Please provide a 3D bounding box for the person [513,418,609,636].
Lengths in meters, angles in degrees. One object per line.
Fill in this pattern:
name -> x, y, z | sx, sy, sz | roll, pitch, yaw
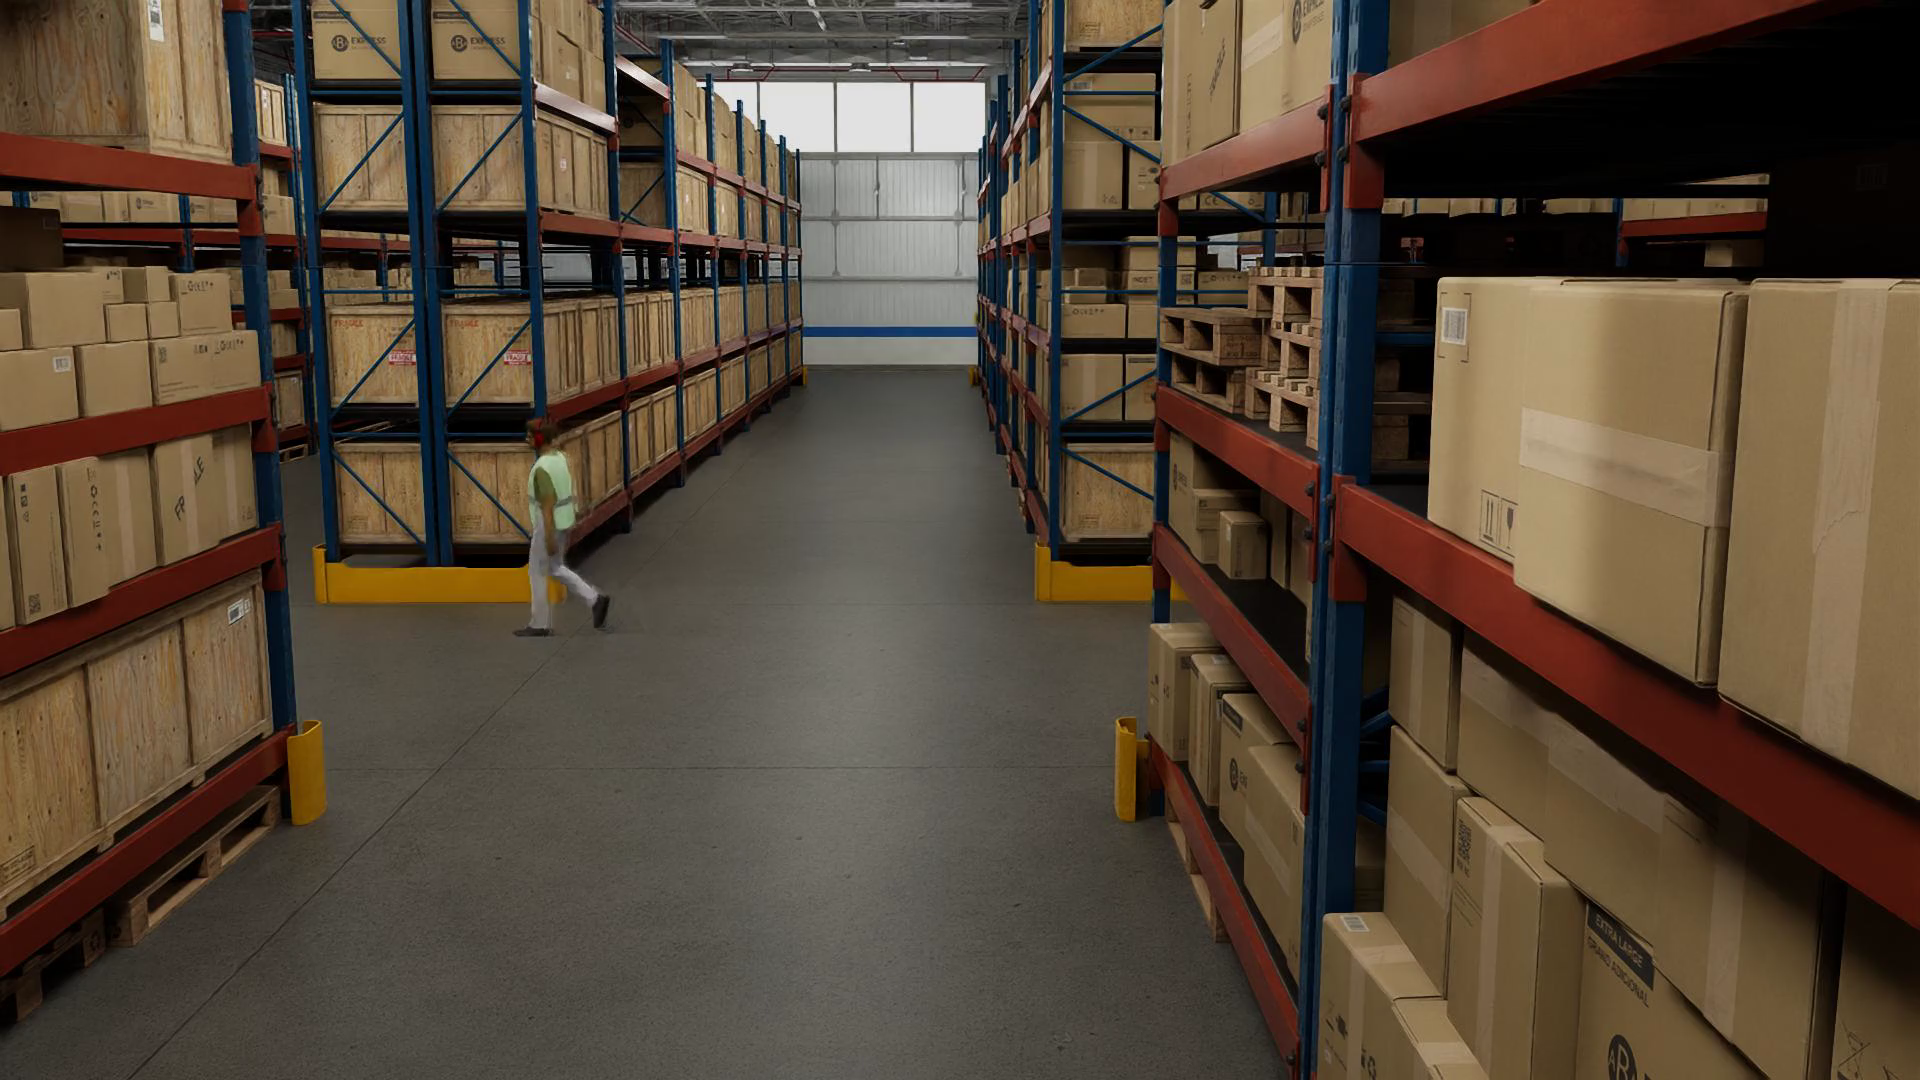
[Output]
person -> -3.320, -0.100, 13.703 | 0.695, 1.824, 0.585 | 0, 9, 3
